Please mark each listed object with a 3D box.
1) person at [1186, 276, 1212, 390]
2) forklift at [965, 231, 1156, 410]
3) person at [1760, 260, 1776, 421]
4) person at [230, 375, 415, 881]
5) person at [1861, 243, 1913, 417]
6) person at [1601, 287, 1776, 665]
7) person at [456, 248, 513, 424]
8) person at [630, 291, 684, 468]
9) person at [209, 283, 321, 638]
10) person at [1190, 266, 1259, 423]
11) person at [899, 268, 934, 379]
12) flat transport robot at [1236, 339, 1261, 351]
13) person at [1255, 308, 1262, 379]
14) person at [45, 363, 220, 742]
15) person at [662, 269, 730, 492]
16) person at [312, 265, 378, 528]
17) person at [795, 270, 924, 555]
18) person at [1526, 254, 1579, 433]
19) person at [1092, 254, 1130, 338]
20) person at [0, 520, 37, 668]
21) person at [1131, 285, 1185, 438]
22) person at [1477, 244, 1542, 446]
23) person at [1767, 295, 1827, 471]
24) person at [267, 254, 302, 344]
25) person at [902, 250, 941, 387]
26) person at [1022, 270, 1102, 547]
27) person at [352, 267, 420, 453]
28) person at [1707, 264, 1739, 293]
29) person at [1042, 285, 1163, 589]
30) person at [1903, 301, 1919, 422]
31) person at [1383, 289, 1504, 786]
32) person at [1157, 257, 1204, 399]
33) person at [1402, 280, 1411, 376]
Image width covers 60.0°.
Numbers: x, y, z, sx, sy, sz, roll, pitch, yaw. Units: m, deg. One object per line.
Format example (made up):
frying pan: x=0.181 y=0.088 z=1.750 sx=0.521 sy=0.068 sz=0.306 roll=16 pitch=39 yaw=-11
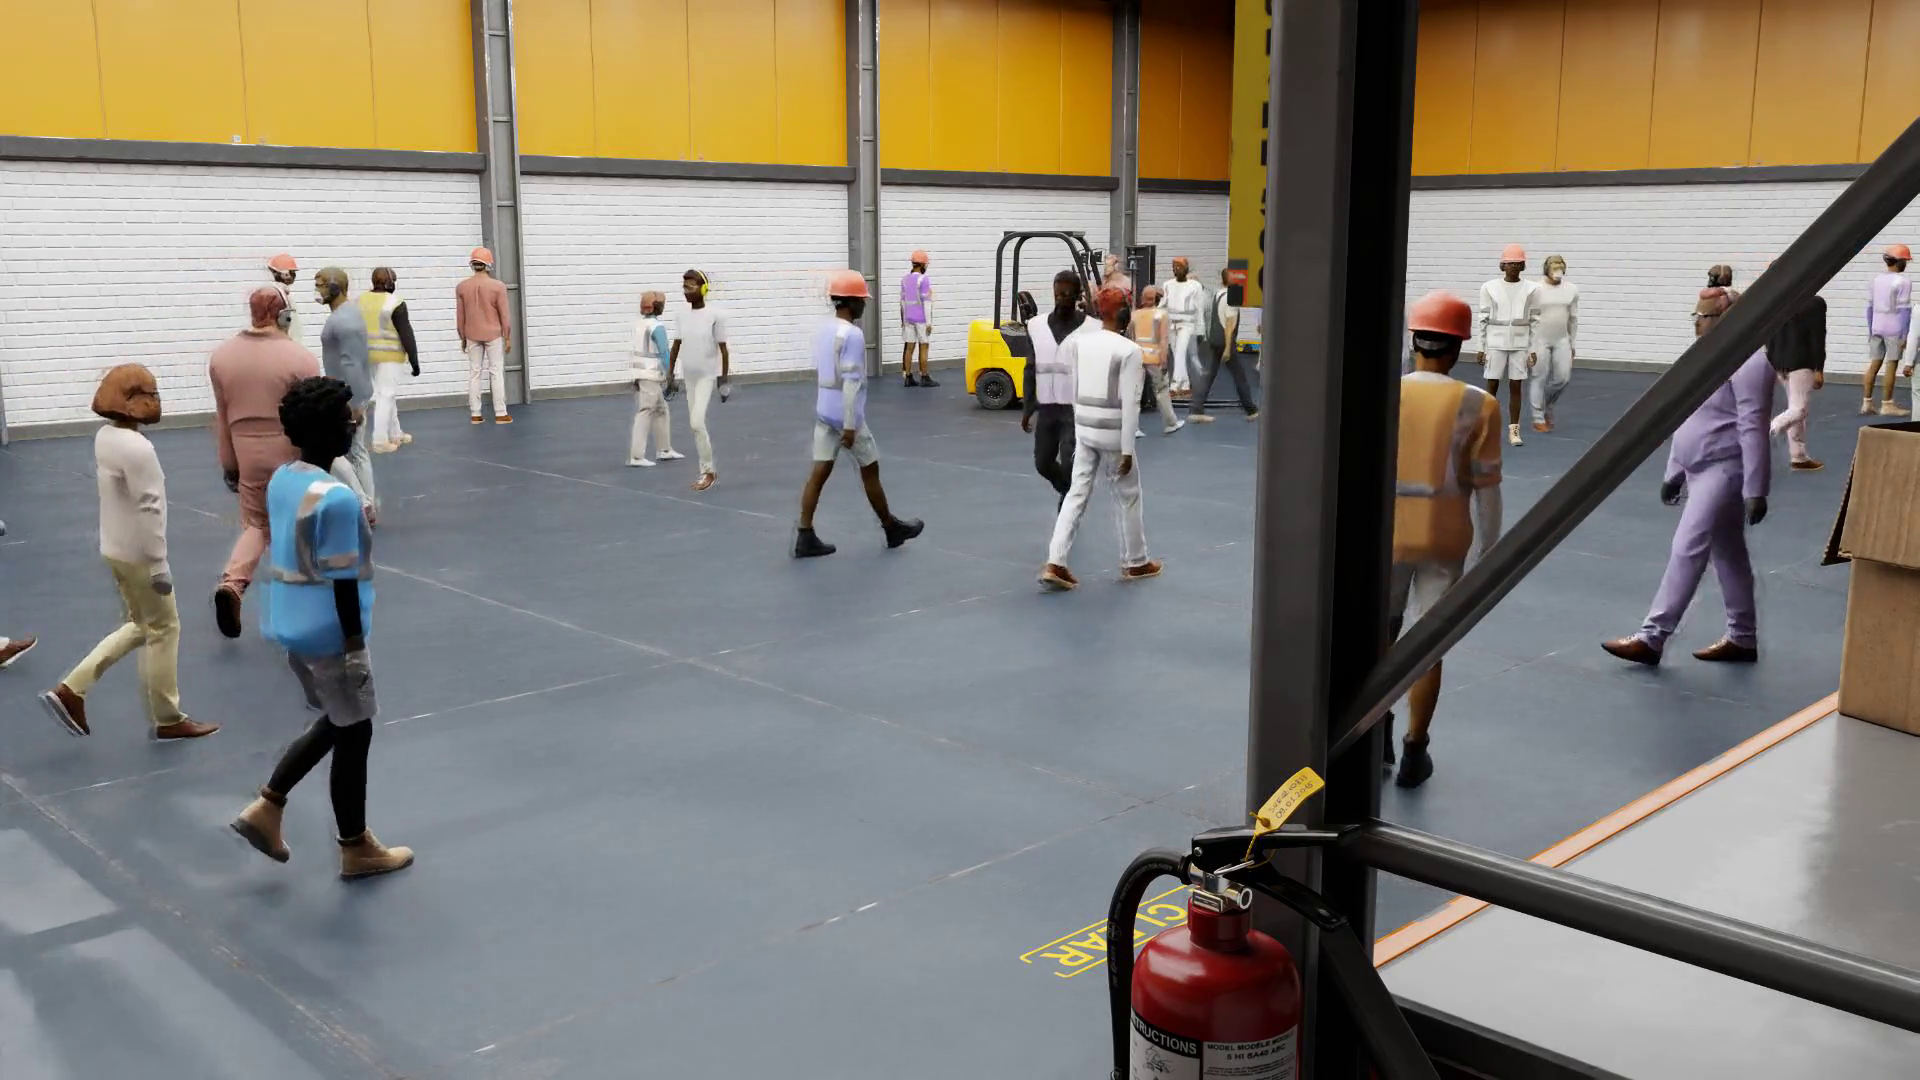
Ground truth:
person: x=3.197 y=-2.782 z=22.565 sx=0.495 sy=1.594 sz=0.836 roll=-5 pitch=12 yaw=-27
forklift: x=1.222 y=-2.721 z=20.561 sx=2.313 sy=2.155 sz=1.214 roll=2 pitch=11 yaw=13
person: x=9.102 y=-2.202 z=18.613 sx=0.520 sy=1.873 sz=0.328 roll=-7 pitch=13 yaw=-35
person: x=-2.086 y=0.309 z=5.409 sx=0.452 sy=1.685 sz=0.548 roll=-9 pitch=14 yaw=-41
person: x=10.998 y=-2.478 z=19.656 sx=0.385 sy=2.041 sz=0.612 roll=-3 pitch=11 yaw=-14
person: x=3.606 y=-0.303 z=8.236 sx=0.907 sy=1.871 sz=0.677 roll=1 pitch=10 yaw=5
person: x=-5.371 y=-2.294 z=18.820 sx=0.629 sy=1.986 sz=0.412 roll=1 pitch=10 yaw=4
person: x=-2.790 y=-1.486 z=15.398 sx=0.720 sy=1.614 sz=0.517 roll=-6 pitch=12 yaw=-30
person: x=-3.663 y=-0.415 z=8.833 sx=0.651 sy=1.880 sz=0.765 roll=2 pitch=11 yaw=11
person: x=3.061 y=-2.214 z=18.913 sx=1.000 sy=1.783 sz=0.538 roll=-4 pitch=11 yaw=-19
person: x=-0.645 y=-3.223 z=24.694 sx=0.535 sy=1.690 sz=0.320 roll=3 pitch=11 yaw=17
flat transport robot: x=5.651 y=-3.519 z=30.161 sx=1.431 sy=0.197 sz=0.652 roll=8 pitch=13 yaw=36
person: x=4.392 y=-3.036 z=23.064 sx=0.674 sy=1.912 sz=0.667 roll=-3 pitch=11 yaw=-17
person: x=-3.459 y=0.076 z=6.887 sx=0.556 sy=1.617 sz=0.504 roll=-9 pitch=14 yaw=-42
person: x=-2.227 y=-1.329 z=13.931 sx=0.531 sy=1.850 sz=0.603 roll=7 pitch=12 yaw=32
person: x=-4.449 y=-1.008 z=11.963 sx=0.446 sy=1.918 sz=0.632 roll=-3 pitch=11 yaw=-15
person: x=-0.718 y=-0.844 z=11.134 sx=0.990 sy=1.887 sz=0.553 roll=-7 pitch=12 yaw=-32
person: x=6.362 y=-2.109 z=17.948 sx=0.652 sy=1.926 sz=0.434 roll=-1 pitch=10 yaw=-6
person: x=2.009 y=-2.890 z=22.342 sx=0.667 sy=1.894 sz=0.544 roll=10 pitch=14 yaw=42
person: x=-4.751 y=-0.081 z=7.808 sx=0.495 sy=1.580 sz=0.866 roll=5 pitch=12 yaw=26
person: x=2.060 y=-1.888 z=17.616 sx=0.545 sy=1.595 sz=0.823 roll=9 pitch=14 yaw=42
person: x=5.560 y=-1.969 z=16.876 sx=0.607 sy=2.044 sz=0.377 roll=2 pitch=11 yaw=12
person: x=7.424 y=-1.567 z=14.881 sx=0.818 sy=1.968 sz=0.632 roll=-2 pitch=11 yaw=-9
person: x=-7.130 y=-2.033 z=17.513 sx=1.040 sy=1.945 sz=0.637 roll=-8 pitch=13 yaw=-37
person: x=-0.578 y=-3.101 z=23.420 sx=0.613 sy=1.923 sz=0.505 roll=10 pitch=14 yaw=44
person: x=0.745 y=-0.932 z=11.608 sx=0.596 sy=1.903 sz=0.715 roll=5 pitch=11 yaw=25
person: x=-5.625 y=-1.791 z=16.522 sx=0.663 sy=1.810 sz=0.820 roll=5 pitch=11 yaw=24
person: x=7.992 y=-2.010 z=17.697 sx=0.606 sy=1.820 sz=0.665 roll=4 pitch=11 yaw=19
person: x=0.851 y=-0.619 z=10.074 sx=0.584 sy=1.844 sz=0.966 roll=10 pitch=14 yaw=43
person: x=9.682 y=-1.799 z=16.552 sx=0.592 sy=1.826 sz=0.403 roll=-2 pitch=11 yaw=-9
person: x=1.800 y=0.001 z=6.442 sx=0.580 sy=1.925 sz=0.439 roll=5 pitch=12 yaw=26
person: x=2.788 y=-2.729 z=21.567 sx=0.578 sy=1.838 sz=0.965 roll=8 pitch=13 yaw=38
person: x=3.521 y=-1.408 z=14.143 sx=0.745 sy=1.922 sz=0.608 roll=-4 pitch=11 yaw=-21
